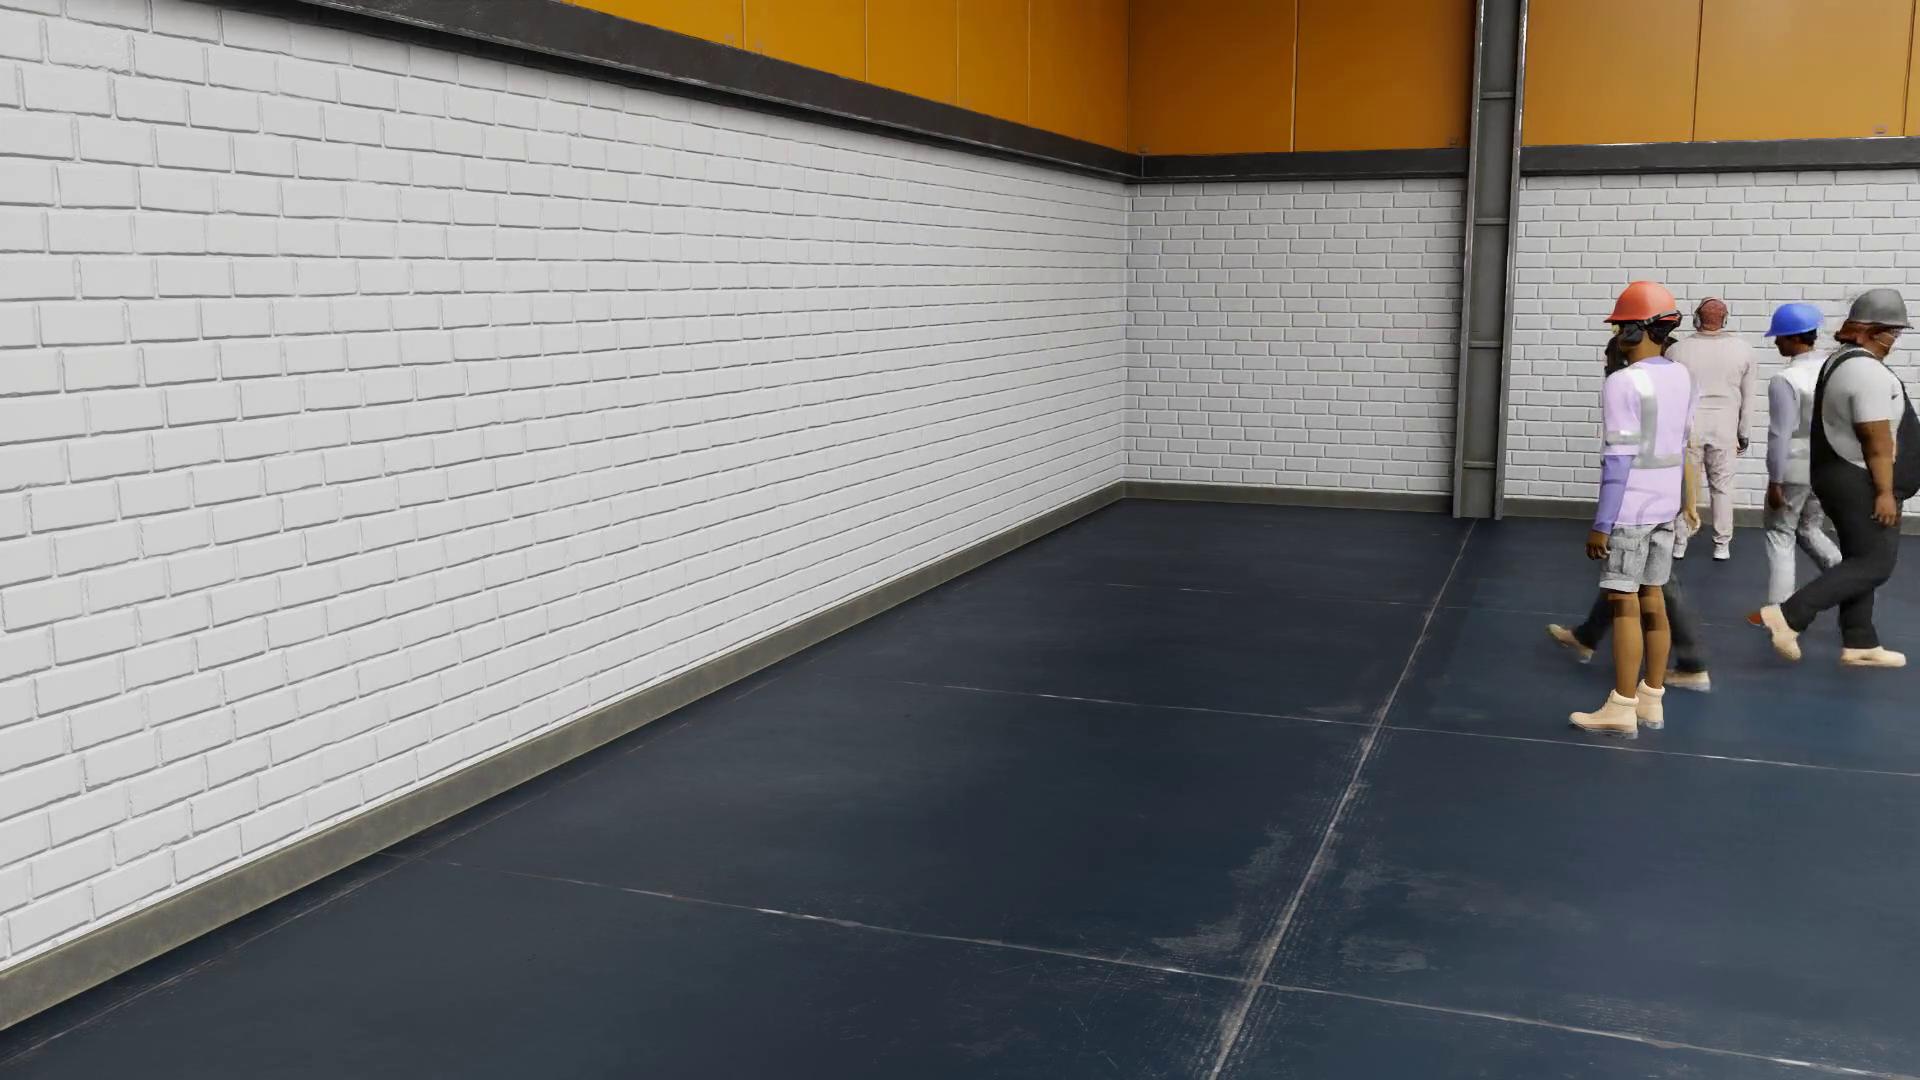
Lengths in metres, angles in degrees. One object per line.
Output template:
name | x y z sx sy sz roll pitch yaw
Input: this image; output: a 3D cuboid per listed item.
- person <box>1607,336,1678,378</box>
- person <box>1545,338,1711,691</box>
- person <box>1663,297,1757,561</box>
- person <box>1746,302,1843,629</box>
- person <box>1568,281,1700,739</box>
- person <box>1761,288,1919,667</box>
person | 5.157 -0.912 12.561 0.405 1.987 0.617 -7 11 -36
person | 3.486 -0.159 8.519 0.592 1.764 0.998 -7 11 -37
person | 5.397 -0.796 12.064 0.643 1.913 0.411 2 9 14
person | 4.850 -0.389 9.480 0.625 1.922 0.604 -4 10 -26
person | 3.021 -0.131 7.475 0.607 2.044 0.379 -7 12 -39
person | 4.619 -0.316 8.645 0.714 2.000 0.702 2 9 14
